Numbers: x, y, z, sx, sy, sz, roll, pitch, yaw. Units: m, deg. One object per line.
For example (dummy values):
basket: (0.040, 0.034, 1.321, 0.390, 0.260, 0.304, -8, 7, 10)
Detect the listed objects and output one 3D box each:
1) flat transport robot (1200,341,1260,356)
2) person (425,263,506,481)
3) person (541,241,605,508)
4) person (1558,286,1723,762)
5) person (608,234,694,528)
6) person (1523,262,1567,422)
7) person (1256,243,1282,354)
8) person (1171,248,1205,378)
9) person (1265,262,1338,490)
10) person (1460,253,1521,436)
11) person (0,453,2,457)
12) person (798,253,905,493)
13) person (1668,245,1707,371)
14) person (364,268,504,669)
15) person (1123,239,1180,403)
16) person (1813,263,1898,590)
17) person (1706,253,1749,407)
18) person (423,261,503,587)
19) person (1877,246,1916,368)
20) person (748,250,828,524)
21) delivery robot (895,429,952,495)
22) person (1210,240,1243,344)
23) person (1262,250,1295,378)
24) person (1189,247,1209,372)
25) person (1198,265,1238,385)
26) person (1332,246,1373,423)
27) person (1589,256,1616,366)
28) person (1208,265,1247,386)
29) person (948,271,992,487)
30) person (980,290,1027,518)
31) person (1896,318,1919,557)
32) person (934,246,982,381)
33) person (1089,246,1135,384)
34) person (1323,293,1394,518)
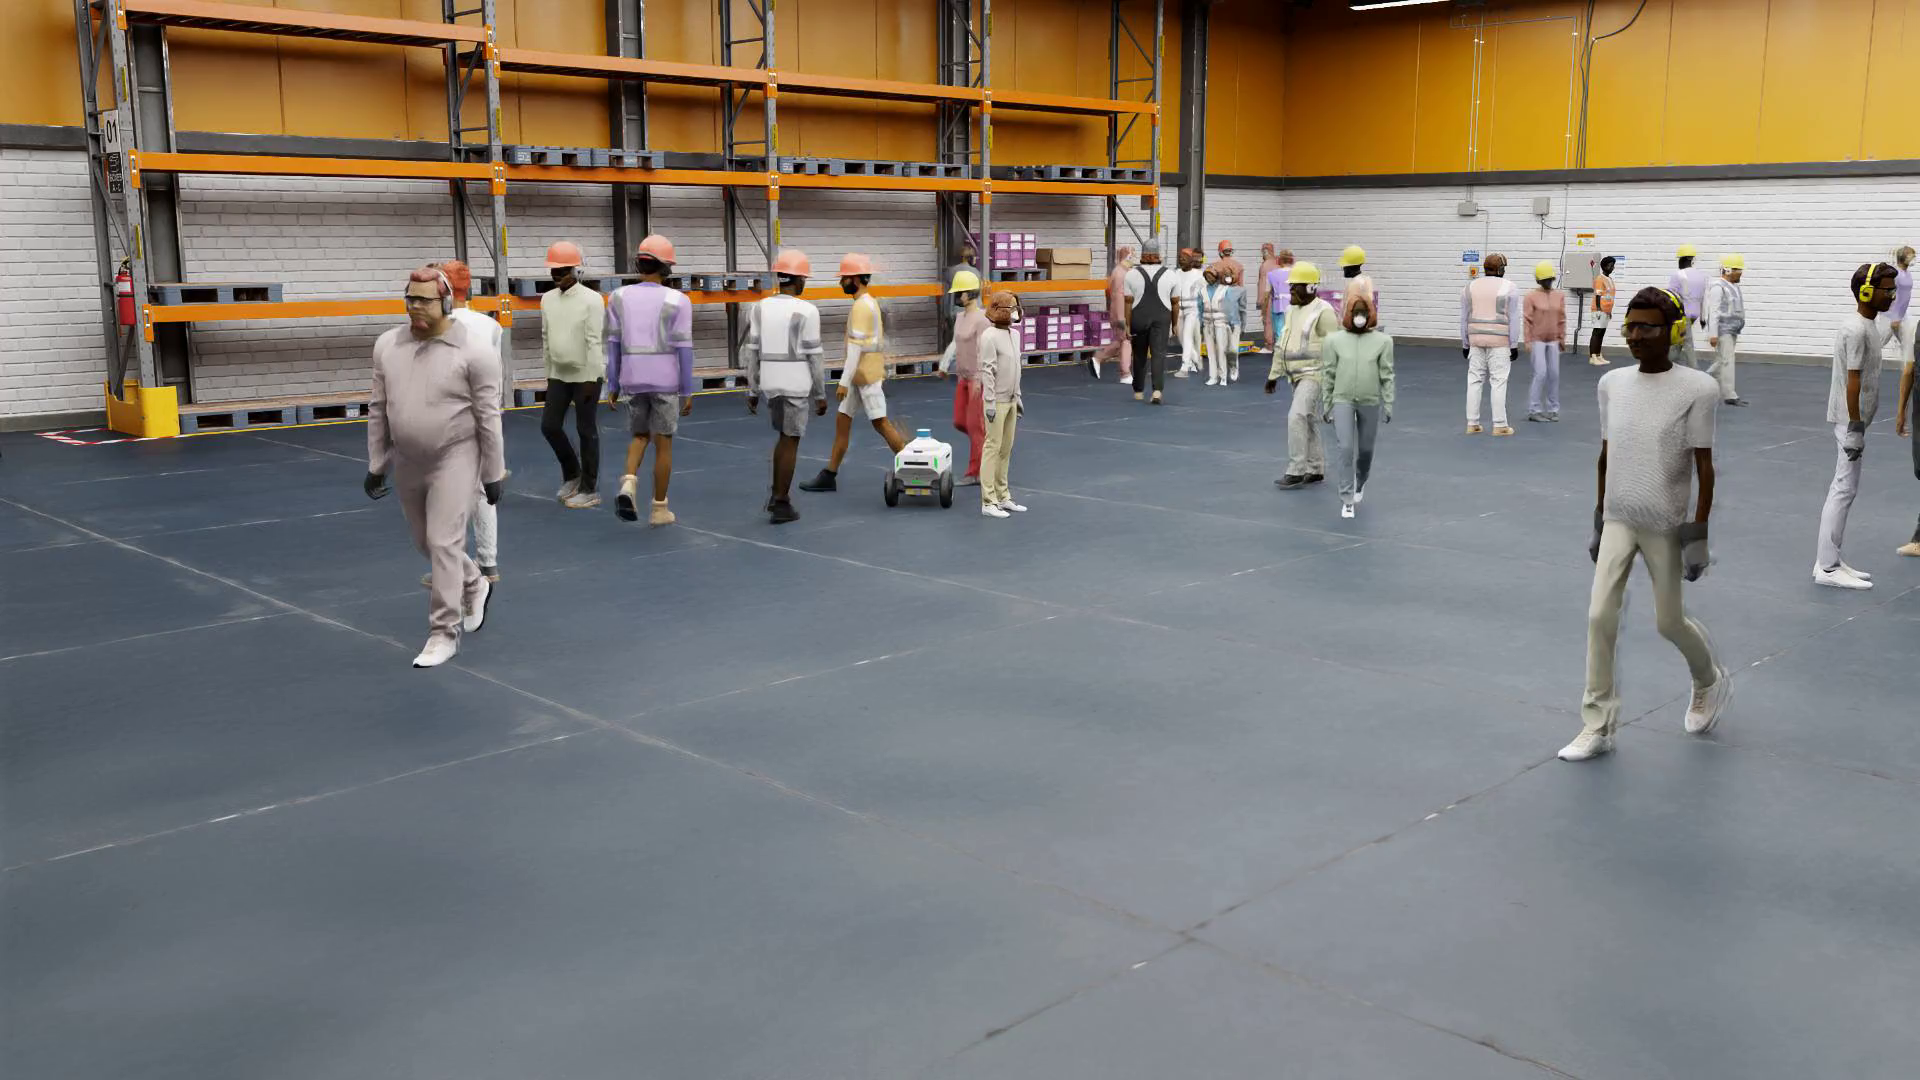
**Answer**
flat transport robot: (4.462, -3.231, 27.991, 0.652, 0.197, 1.431, 7, 12, 33)
person: (-3.749, -1.133, 12.307, 0.541, 1.823, 0.642, -5, 12, -28)
person: (-2.885, -1.212, 12.326, 0.607, 1.973, 0.443, 5, 11, 25)
person: (2.734, -0.074, 6.524, 0.886, 1.841, 0.525, -8, 13, -37)
person: (-2.133, -1.078, 11.456, 0.645, 2.024, 0.523, 3, 11, 14)
person: (6.342, -2.137, 18.060, 0.548, 1.724, 0.359, -3, 11, -18)
person: (5.291, -4.129, 28.470, 0.400, 1.887, 0.678, 7, 12, 32)
person: (3.295, -3.270, 23.917, 0.610, 1.856, 0.803, 8, 13, 38)
person: (2.695, -1.309, 13.329, 0.729, 1.809, 0.609, -3, 11, -18)
person: (5.396, -1.983, 16.899, 0.430, 1.845, 0.620, -10, 15, -44)
person: (-8.989, -1.683, 15.006, 0.365, 1.934, 0.553, 5, 11, 24)
person: (-0.742, -1.290, 13.011, 0.994, 1.888, 0.558, -1, 10, -3)
person: (9.900, -3.108, 22.917, 0.616, 1.876, 0.958, -5, 12, -26)
person: (-2.508, -0.384, 8.098, 0.645, 1.875, 0.868, 3, 11, 17)
person: (2.318, -2.688, 20.203, 0.686, 2.000, 1.038, 0, 10, 3)
person: (5.185, -0.659, 9.616, 0.313, 1.866, 0.539, 5, 12, 27)
person: (9.099, -2.502, 19.827, 0.610, 1.807, 0.723, -10, 14, -44)
person: (-2.872, -0.659, 9.591, 0.382, 1.877, 0.602, 6, 12, 31)
person: (12.534, -2.996, 22.326, 0.653, 1.889, 1.034, -9, 14, -42)
person: (-1.178, -1.077, 11.755, 0.562, 1.913, 0.562, 6, 12, 29)
delivery robot: (-0.273, -0.597, 12.598, 0.477, 0.478, 0.707, 2, 10, 8)
person: (4.416, -4.009, 27.702, 0.619, 1.941, 1.049, -3, 11, -16)
person: (4.636, -3.245, 23.874, 0.584, 1.799, 0.922, 0, 10, -1)
person: (3.525, -3.466, 24.969, 0.527, 1.847, 0.768, 2, 11, 12)
person: (3.524, -2.922, 22.611, 0.561, 1.616, 0.585, 7, 13, 35)
person: (4.279, -2.217, 18.030, 0.349, 1.898, 0.645, 6, 12, 29)
person: (10.024, -3.566, 25.935, 0.321, 1.694, 0.529, 9, 14, 40)
person: (3.615, -2.899, 22.505, 0.504, 1.621, 0.407, 2, 11, 11)
person: (0.150, -1.299, 13.447, 0.524, 1.746, 0.526, -6, 12, -29)
person: (0.313, -0.987, 12.040, 0.279, 1.633, 0.501, 5, 12, 27)
person: (6.307, -0.815, 10.627, 0.803, 1.816, 0.536, -6, 12, -28)
person: (-0.011, -3.154, 23.206, 0.969, 1.891, 0.647, -8, 13, -36)
person: (2.154, -3.074, 22.762, 0.663, 1.878, 0.671, 2, 11, 8)
person: (2.899, -0.998, 12.160, 0.502, 1.612, 0.716, 2, 11, 9)
